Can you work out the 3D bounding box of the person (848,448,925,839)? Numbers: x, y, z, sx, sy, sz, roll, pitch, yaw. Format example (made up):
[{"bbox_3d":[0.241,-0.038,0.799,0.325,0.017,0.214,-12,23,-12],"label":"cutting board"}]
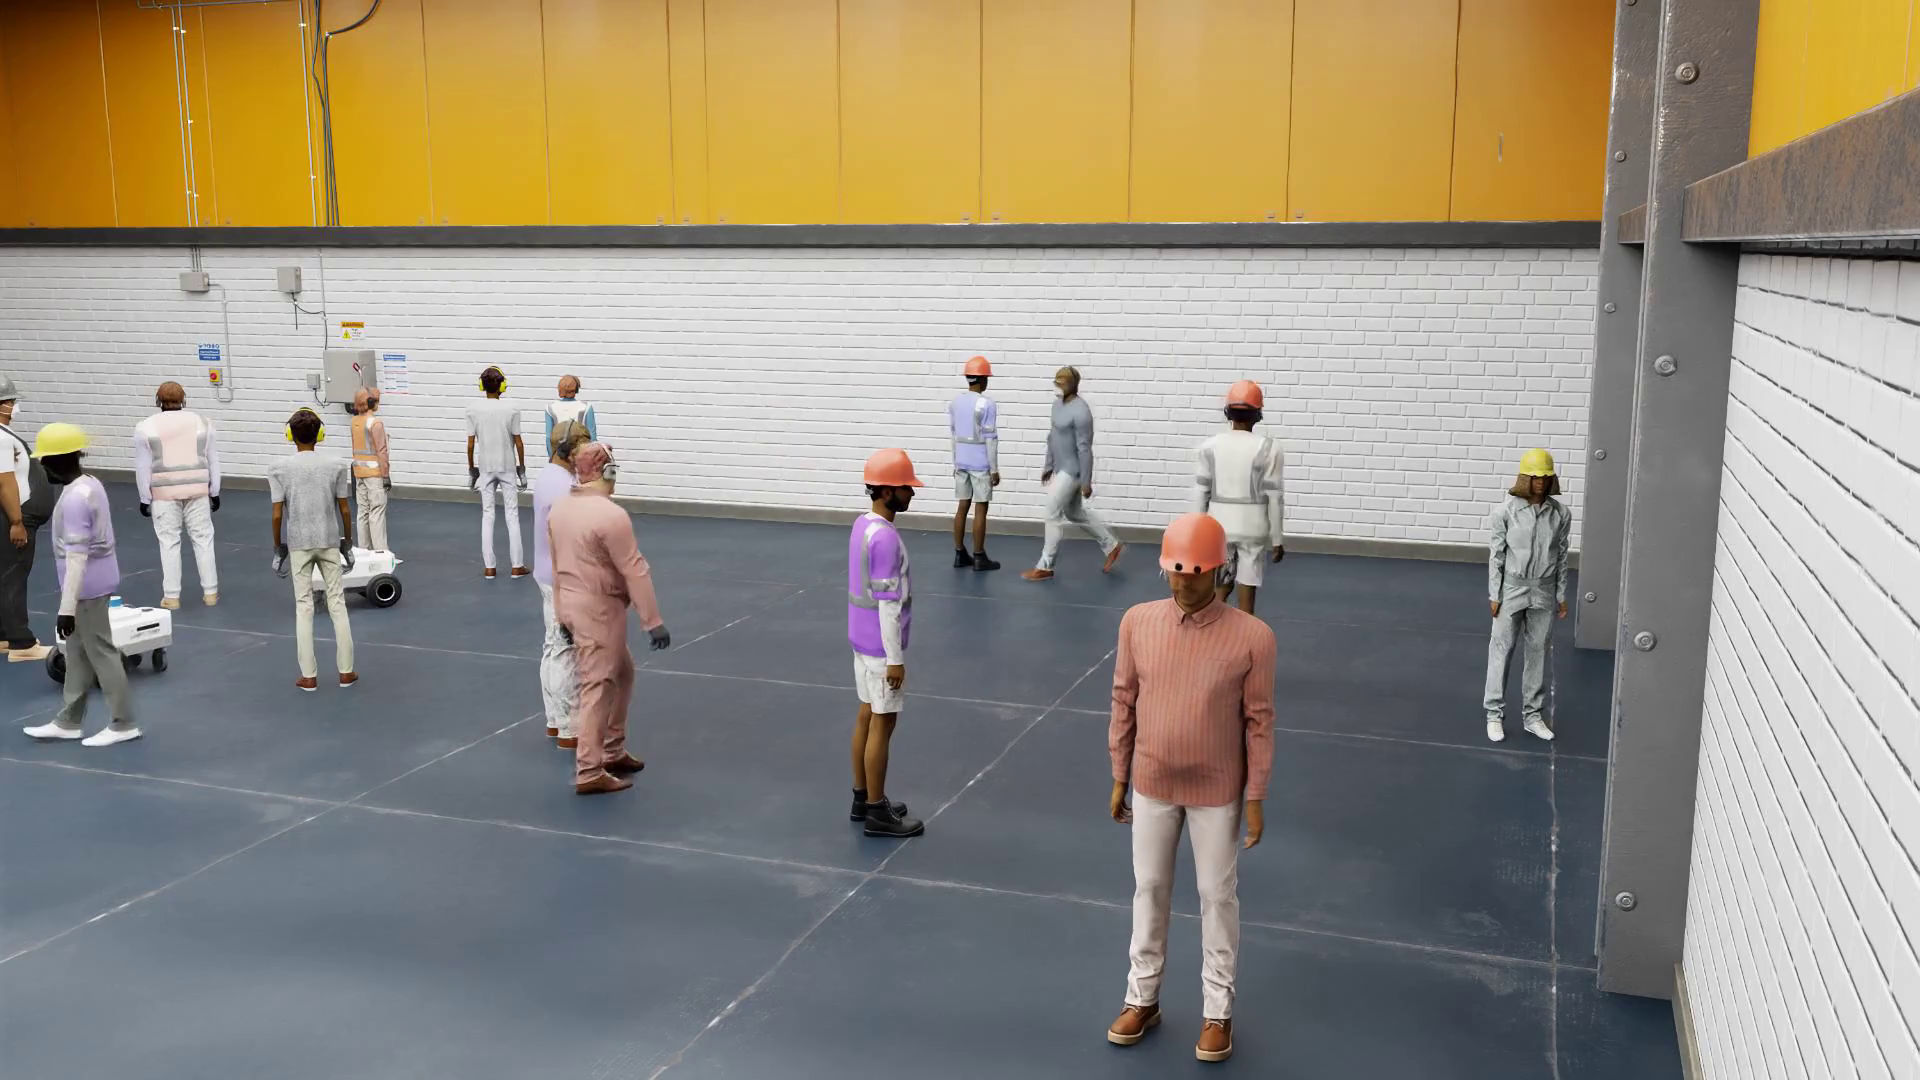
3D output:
[{"bbox_3d":[-0.363,0.503,8.278,0.376,1.936,0.549,-3,10,-16],"label":"person"}]

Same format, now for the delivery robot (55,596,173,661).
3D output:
[{"bbox_3d":[-5.695,0.624,11.222,0.477,0.478,0.707,5,11,25],"label":"delivery robot"}]

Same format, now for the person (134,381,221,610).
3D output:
[{"bbox_3d":[-6.302,-0.363,13.427,0.634,1.841,0.429,-7,12,-36],"label":"person"}]

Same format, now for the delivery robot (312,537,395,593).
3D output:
[{"bbox_3d":[-4.963,0.223,13.464,0.707,0.478,0.477,-7,13,-32],"label":"delivery robot"}]

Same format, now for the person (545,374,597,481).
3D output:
[{"bbox_3d":[-3.872,-0.828,16.609,0.512,1.642,0.312,0,10,1],"label":"person"}]

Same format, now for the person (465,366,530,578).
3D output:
[{"bbox_3d":[-4.067,-0.592,14.629,0.518,1.874,0.329,-1,10,-4],"label":"person"}]

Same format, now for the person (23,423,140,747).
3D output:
[{"bbox_3d":[-5.140,0.278,9.631,0.556,1.921,0.634,-5,11,-24],"label":"person"}]

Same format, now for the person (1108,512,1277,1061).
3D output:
[{"bbox_3d":[0.820,0.879,6.005,0.608,1.994,0.382,4,11,24],"label":"person"}]

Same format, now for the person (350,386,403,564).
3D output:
[{"bbox_3d":[-5.379,-0.581,15.216,0.514,1.643,0.307,9,13,40],"label":"person"}]

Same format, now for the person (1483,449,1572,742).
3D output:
[{"bbox_3d":[3.359,0.326,9.822,0.484,1.744,0.295,-1,10,-5],"label":"person"}]

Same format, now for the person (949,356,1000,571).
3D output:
[{"bbox_3d":[0.151,-0.687,15.003,0.382,1.932,0.545,-9,14,-42],"label":"person"}]

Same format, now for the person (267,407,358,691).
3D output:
[{"bbox_3d":[-4.264,0.061,10.954,0.520,1.873,0.335,-4,11,-23],"label":"person"}]

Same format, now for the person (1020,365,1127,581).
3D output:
[{"bbox_3d":[1.025,-0.589,14.545,0.941,1.904,0.634,-2,10,-13],"label":"person"}]

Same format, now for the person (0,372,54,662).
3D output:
[{"bbox_3d":[-6.718,-0.173,11.795,0.536,2.000,0.674,-10,14,-43],"label":"person"}]

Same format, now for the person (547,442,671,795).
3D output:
[{"bbox_3d":[-1.858,0.417,8.948,0.651,1.879,0.696,-7,12,-36],"label":"person"}]

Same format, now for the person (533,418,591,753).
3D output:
[{"bbox_3d":[-2.279,0.261,9.655,0.379,1.933,0.629,-4,11,-22],"label":"person"}]

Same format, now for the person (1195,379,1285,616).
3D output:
[{"bbox_3d":[1.864,-0.053,11.135,0.606,2.032,0.489,6,12,31],"label":"person"}]
